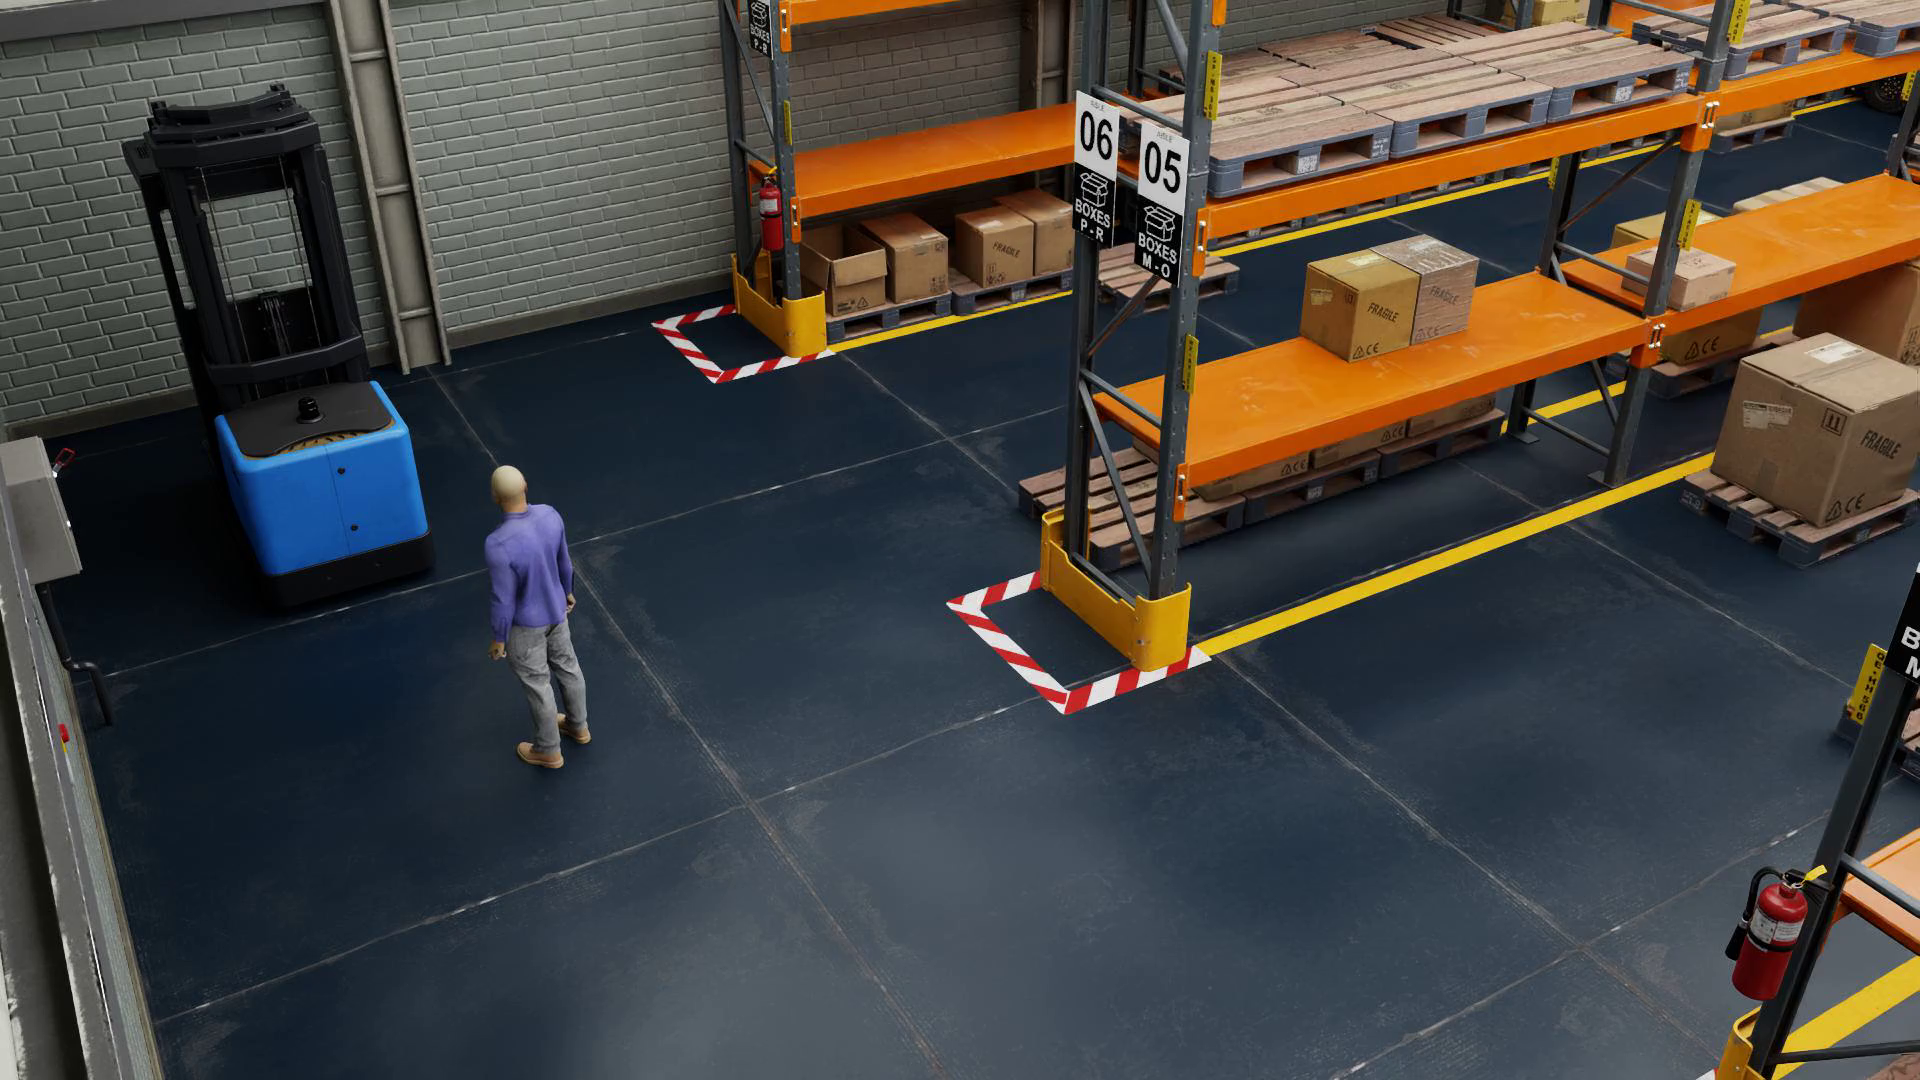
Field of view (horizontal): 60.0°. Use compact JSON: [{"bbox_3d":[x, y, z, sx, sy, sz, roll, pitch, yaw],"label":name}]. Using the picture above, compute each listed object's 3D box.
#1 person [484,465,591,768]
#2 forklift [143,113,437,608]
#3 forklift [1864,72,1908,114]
[{"bbox_3d":[-2.239,0.416,8.815,0.374,1.796,0.605,17,36,25],"label":"person"},{"bbox_3d":[-4.289,-1.259,10.509,1.129,2.768,1.873,-17,36,-26],"label":"forklift"},{"bbox_3d":[11.468,-5.645,18.244,1.214,2.155,2.313,-17,36,-26],"label":"forklift"}]
